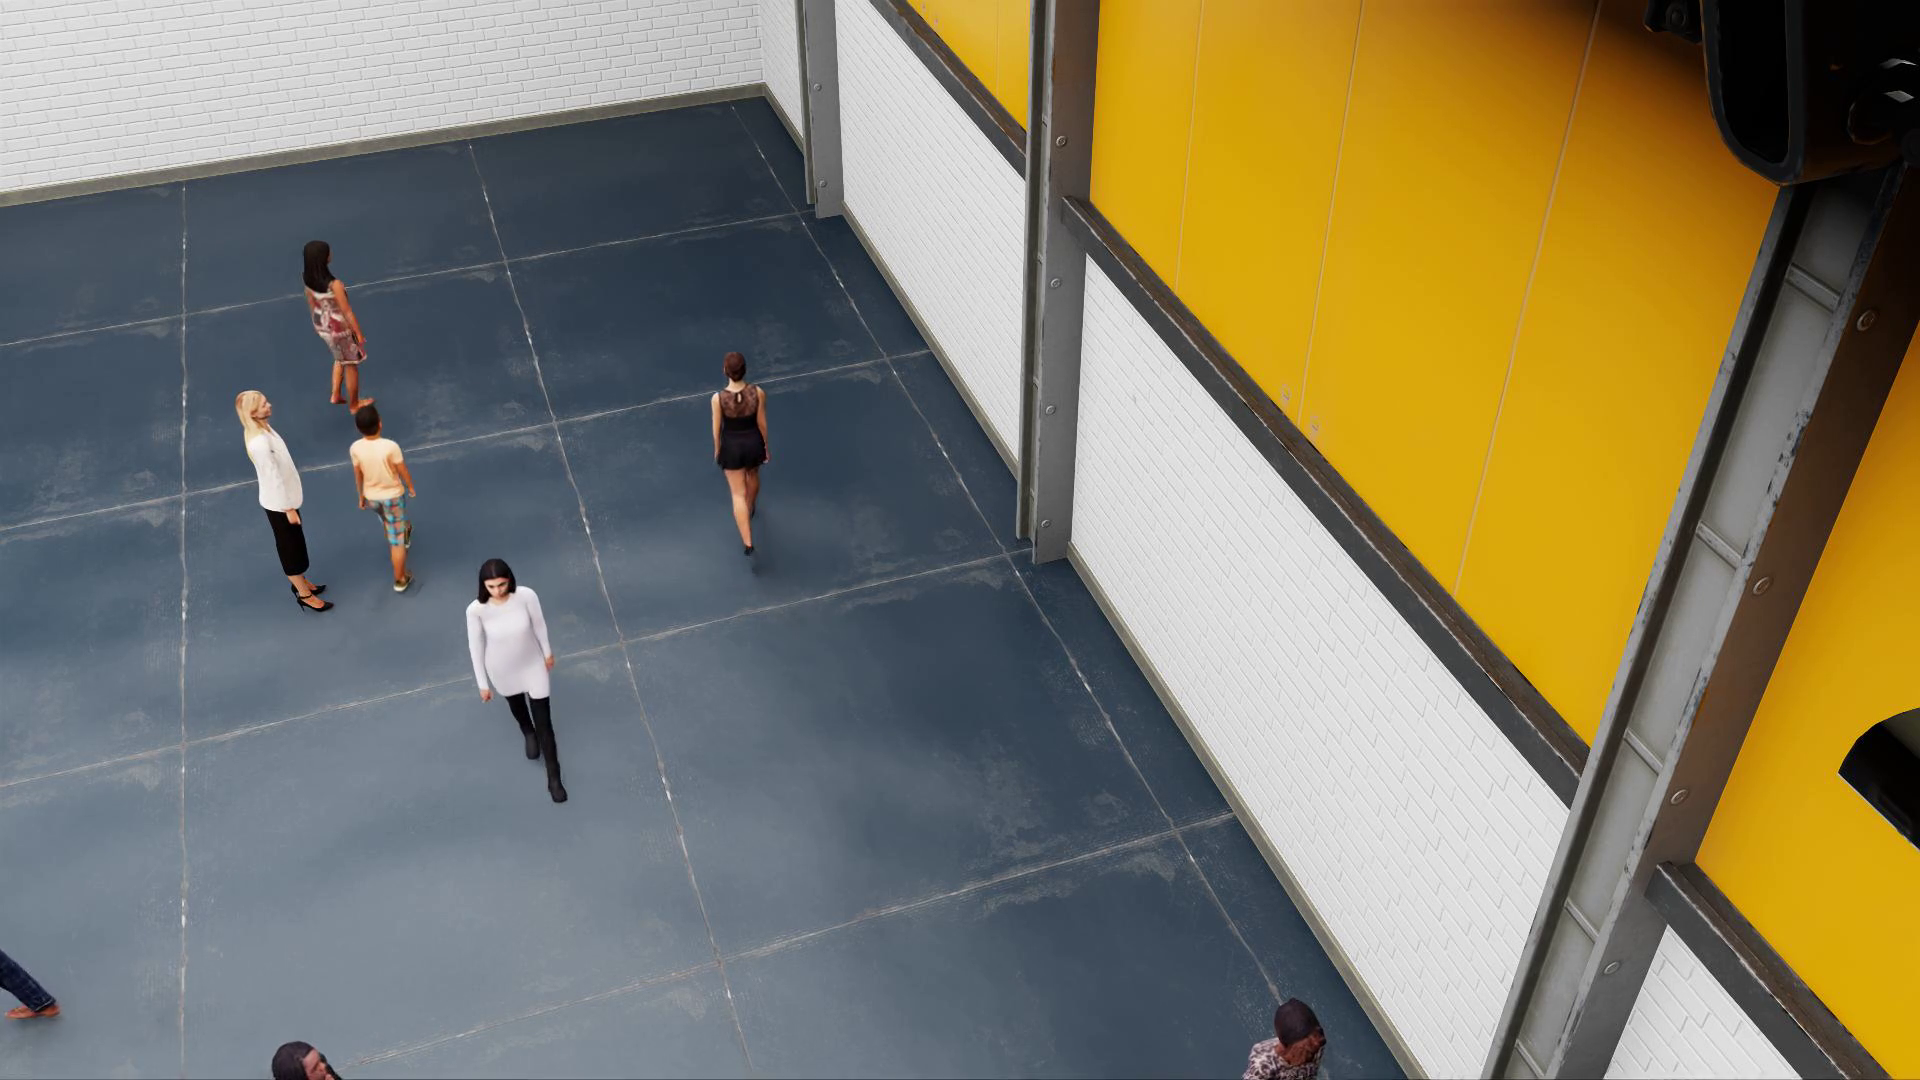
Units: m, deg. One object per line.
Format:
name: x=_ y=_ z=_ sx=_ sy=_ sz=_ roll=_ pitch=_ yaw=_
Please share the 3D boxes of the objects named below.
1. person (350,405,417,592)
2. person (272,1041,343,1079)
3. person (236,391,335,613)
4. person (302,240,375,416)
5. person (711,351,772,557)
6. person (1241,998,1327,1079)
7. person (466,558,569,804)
person: x=-4.253 y=-0.276 z=12.242 sx=0.751 sy=1.431 sz=1.033 roll=-1 pitch=39 yaw=-1
person: x=-2.999 y=2.949 z=7.972 sx=0.675 sy=1.718 sz=0.458 roll=-10 pitch=40 yaw=-12
person: x=-4.850 y=-0.272 z=11.895 sx=0.699 sy=1.858 sz=0.493 roll=-17 pitch=42 yaw=-20
person: x=-5.279 y=-1.727 z=13.896 sx=0.798 sy=1.635 sz=0.866 roll=20 pitch=43 yaw=23
person: x=-1.633 y=-0.634 z=12.521 sx=0.636 sy=1.641 sz=1.117 roll=-10 pitch=40 yaw=-12
person: x=1.553 y=2.892 z=8.081 sx=0.712 sy=1.674 sz=1.176 roll=-20 pitch=43 yaw=-23
person: x=-2.843 y=0.762 z=10.669 sx=0.661 sy=1.772 sz=1.048 roll=-12 pitch=40 yaw=-14
